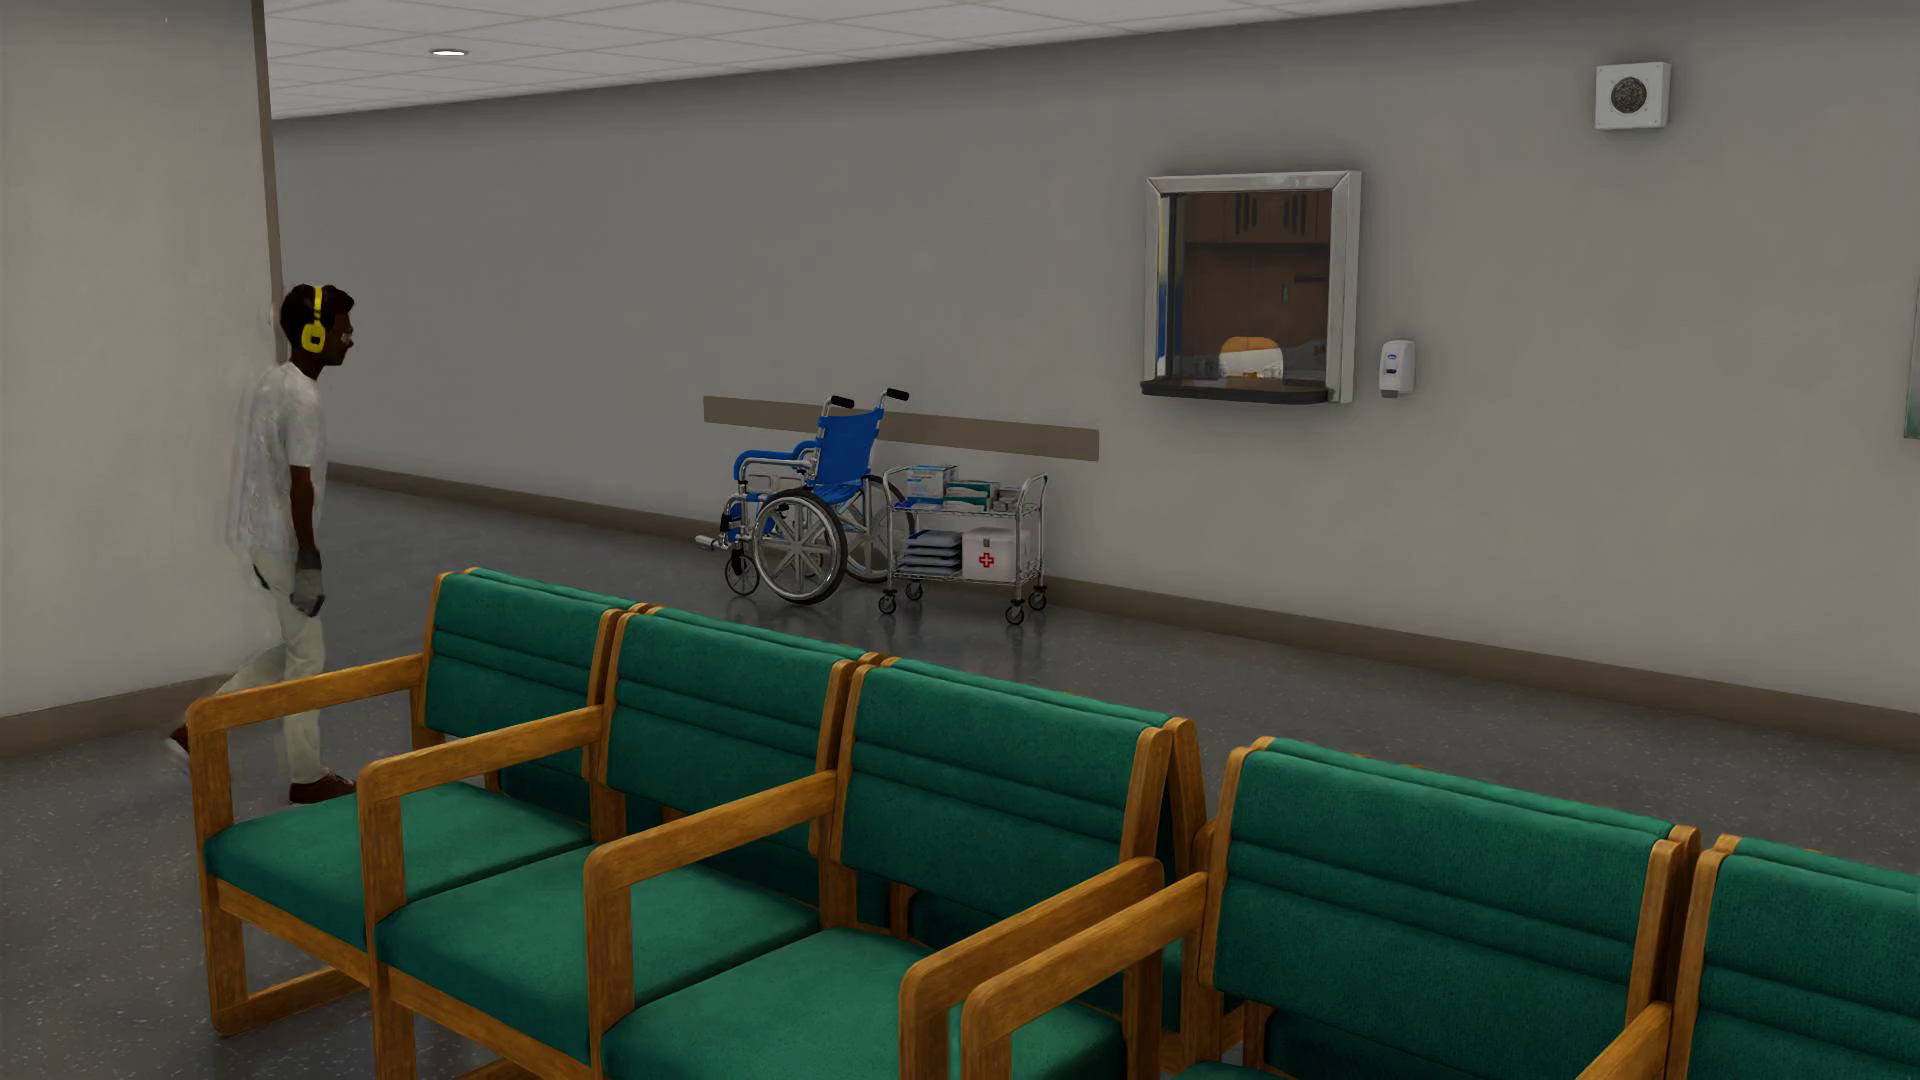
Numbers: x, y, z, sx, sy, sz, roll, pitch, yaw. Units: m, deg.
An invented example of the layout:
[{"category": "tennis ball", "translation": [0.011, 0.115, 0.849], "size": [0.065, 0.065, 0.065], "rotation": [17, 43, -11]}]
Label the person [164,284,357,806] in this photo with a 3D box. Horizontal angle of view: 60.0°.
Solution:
[{"category": "person", "translation": [-2.367, 0.046, 5.726], "size": [0.624, 1.839, 0.534], "rotation": [-6, 11, -29]}]
